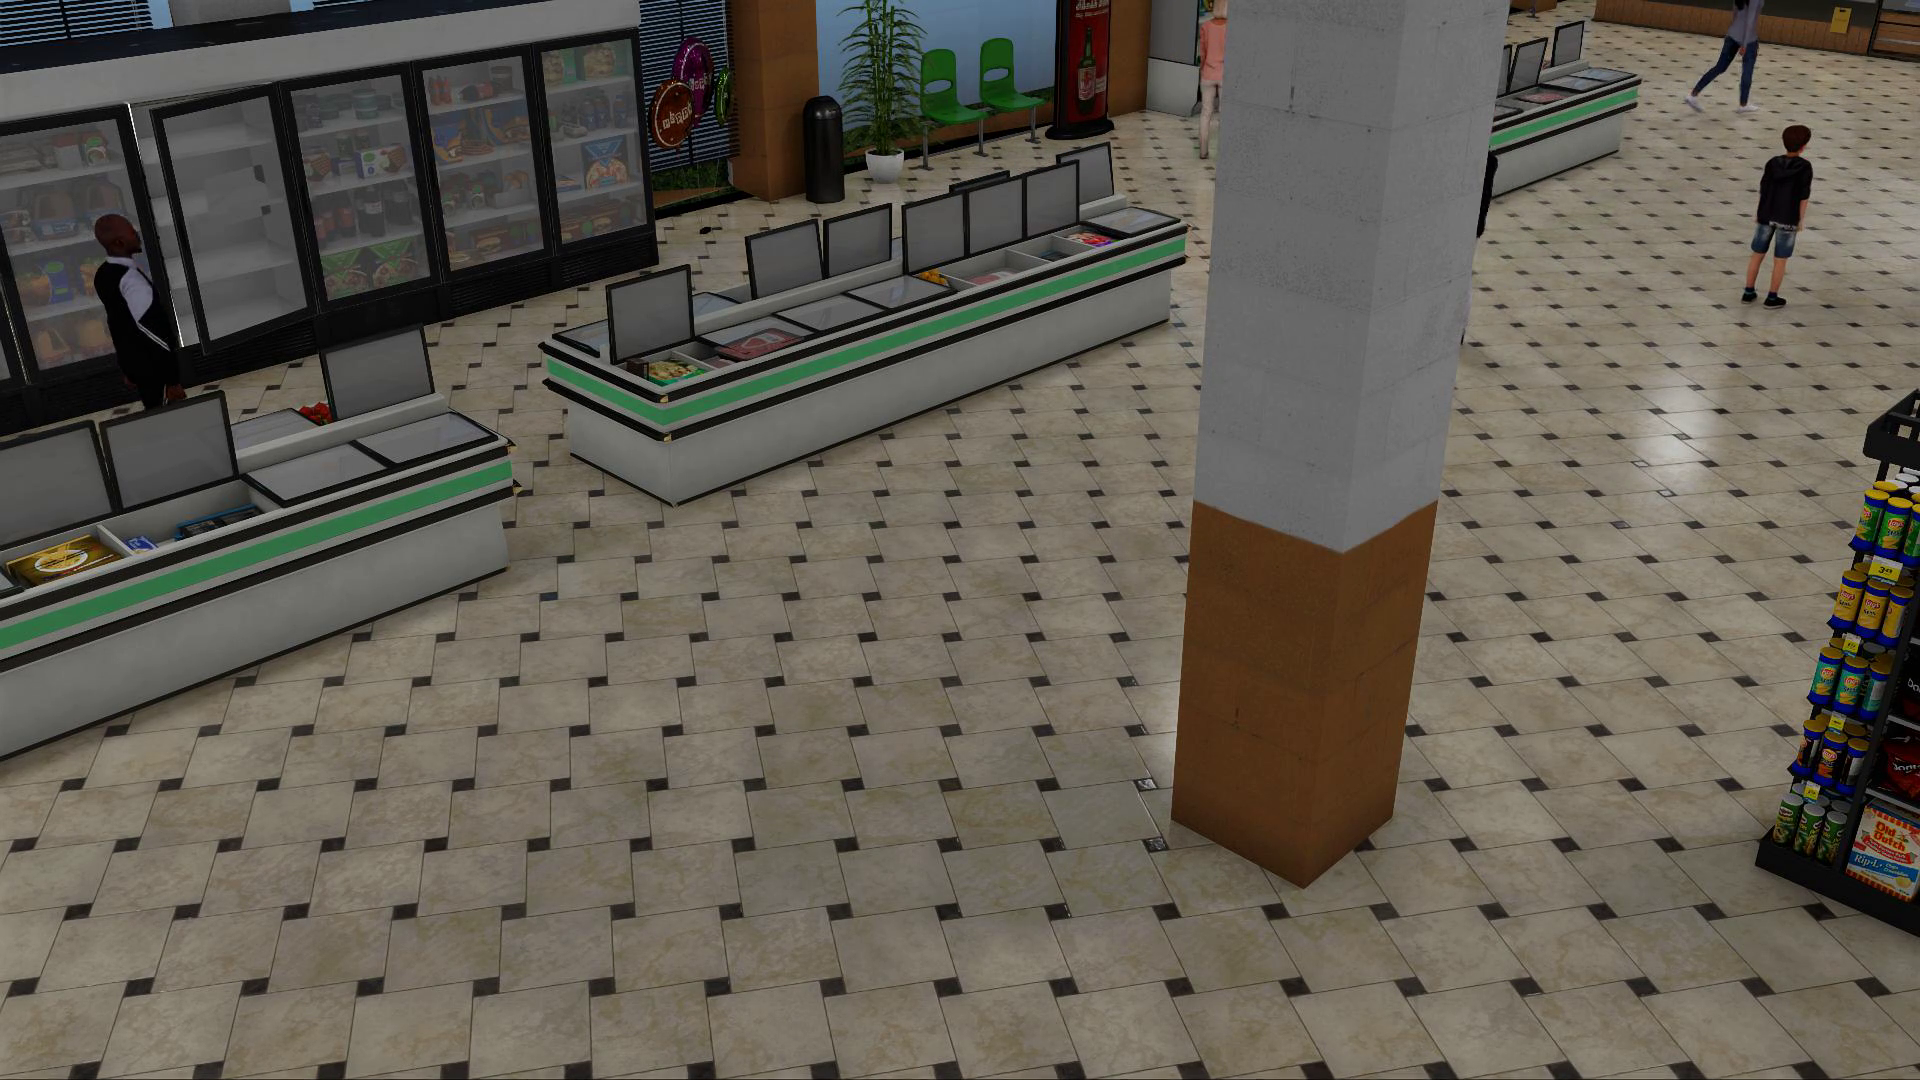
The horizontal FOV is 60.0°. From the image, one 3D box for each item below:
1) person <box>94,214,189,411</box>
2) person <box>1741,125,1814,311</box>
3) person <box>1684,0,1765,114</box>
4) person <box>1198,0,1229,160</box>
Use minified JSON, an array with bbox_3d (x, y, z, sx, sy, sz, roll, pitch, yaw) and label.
[{"bbox_3d":[-4.799,-0.976,9.664,1.123,1.800,0.685,-23,35,-37],"label":"person"},{"bbox_3d":[6.496,-2.567,13.193,0.491,1.445,0.532,-23,35,-38],"label":"person"},{"bbox_3d":[8.910,-5.769,19.221,1.215,1.703,1.064,-4,27,-8],"label":"person"},{"bbox_3d":[2.707,-4.866,17.417,0.668,1.726,0.646,11,29,21],"label":"person"}]
